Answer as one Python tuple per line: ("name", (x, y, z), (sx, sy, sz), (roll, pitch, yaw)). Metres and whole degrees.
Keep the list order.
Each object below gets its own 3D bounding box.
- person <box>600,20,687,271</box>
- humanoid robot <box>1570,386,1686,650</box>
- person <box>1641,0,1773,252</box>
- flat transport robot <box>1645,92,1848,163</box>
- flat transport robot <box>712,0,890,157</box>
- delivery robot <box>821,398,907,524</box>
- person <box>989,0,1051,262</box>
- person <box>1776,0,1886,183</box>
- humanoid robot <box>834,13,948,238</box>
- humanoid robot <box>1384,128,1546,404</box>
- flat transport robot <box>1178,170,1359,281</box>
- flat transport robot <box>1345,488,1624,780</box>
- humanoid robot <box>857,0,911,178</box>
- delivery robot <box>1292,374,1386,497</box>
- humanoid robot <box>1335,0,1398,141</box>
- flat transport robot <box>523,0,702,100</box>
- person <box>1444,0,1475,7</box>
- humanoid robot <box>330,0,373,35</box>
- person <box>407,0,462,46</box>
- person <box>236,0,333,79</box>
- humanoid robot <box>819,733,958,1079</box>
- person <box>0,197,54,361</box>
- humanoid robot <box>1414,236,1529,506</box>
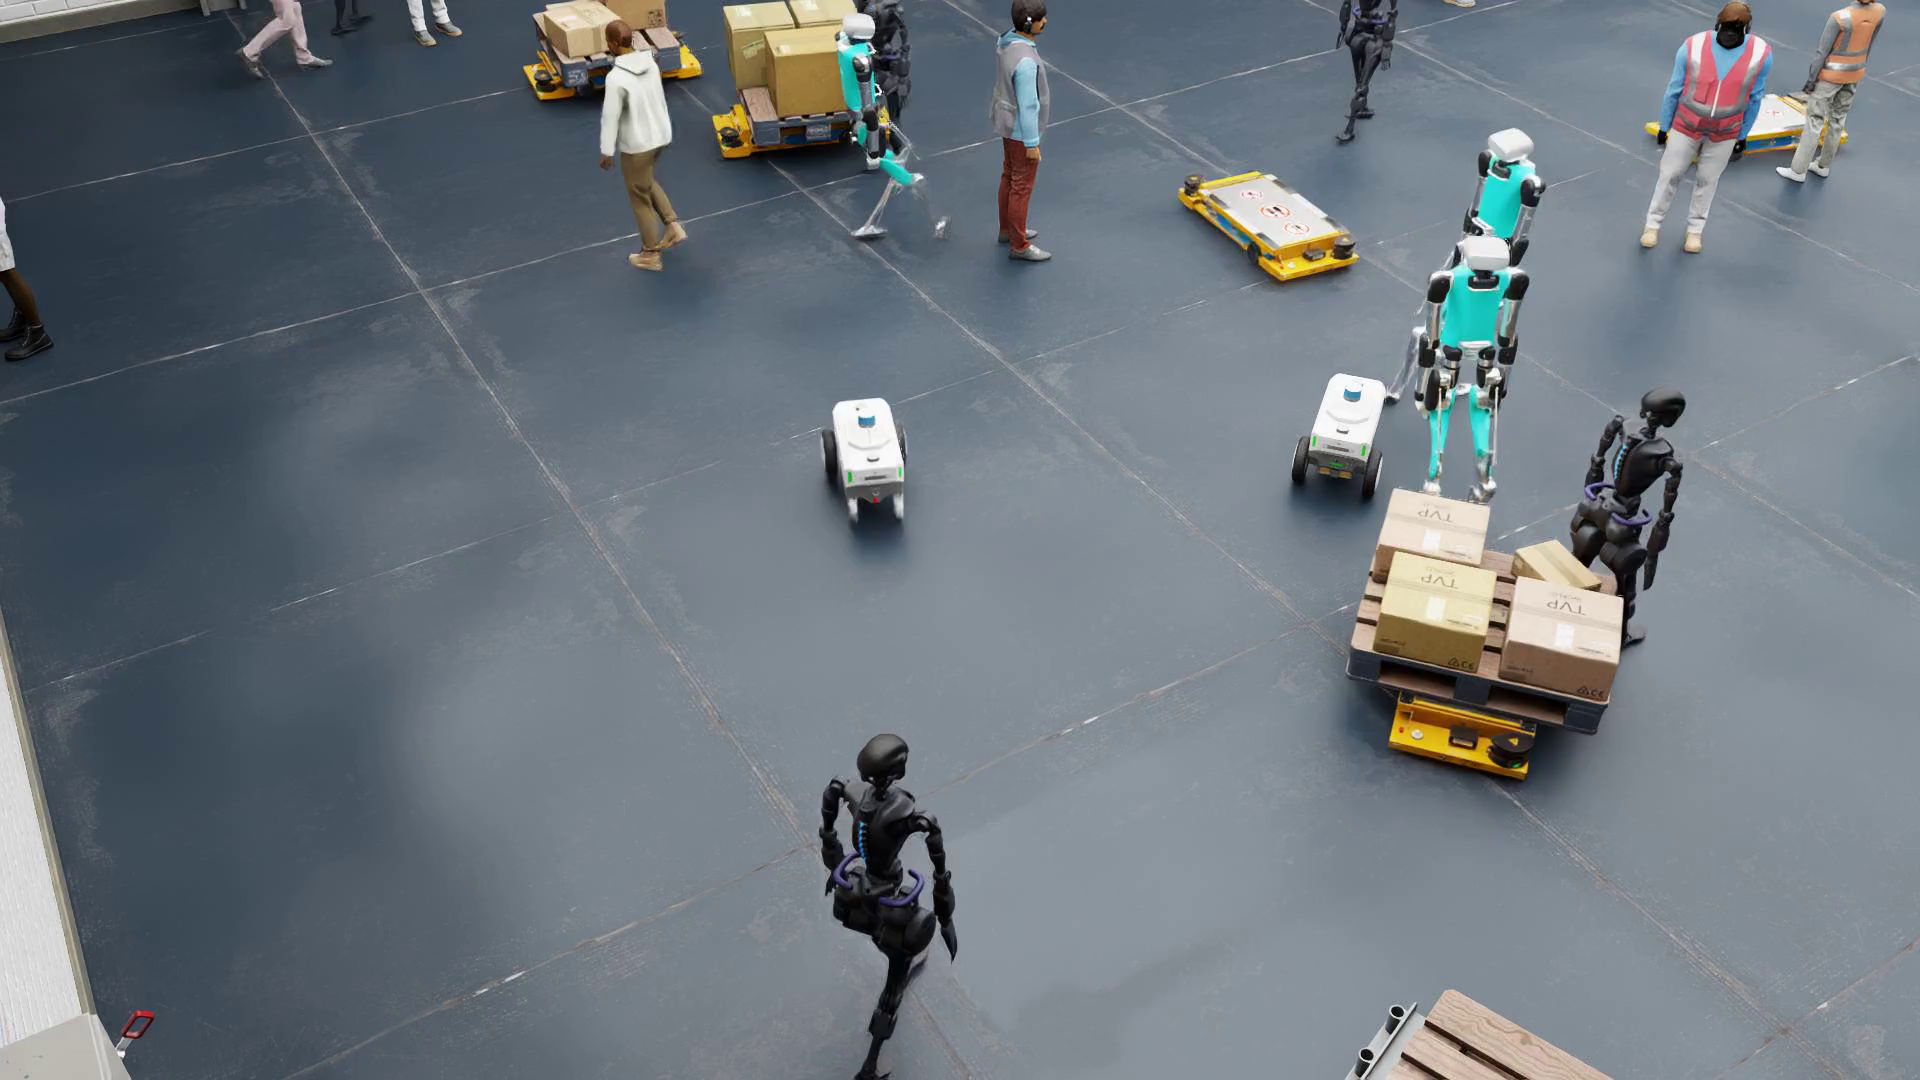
("person", (-2.209, -2.720, 11.527), (0.445, 1.746, 0.584), (17, 42, 20))
("humanoid robot", (3.260, -0.073, 8.292), (0.754, 1.633, 0.589), (-15, 41, -19))
("person", (5.234, -2.893, 11.689), (0.630, 1.835, 0.432), (13, 40, 16))
("flat transport robot", (6.396, -3.347, 13.515), (1.431, 0.231, 0.659), (-9, 39, -11))
("flat transport robot", (-1.272, -3.414, 13.599), (1.431, 0.231, 0.659), (-9, 39, -11))
("delivery robot", (-0.540, -0.506, 9.711), (0.499, 0.608, 0.797), (-6, 39, -8))
("person", (0.419, -2.858, 11.602), (0.408, 1.878, 0.541), (-8, 39, -10))
("person", (6.649, -3.513, 12.628), (0.505, 1.629, 0.315), (-11, 40, -14))
("humanoid robot", (-0.427, -2.854, 11.754), (0.878, 1.841, 0.569), (-13, 40, -16))
("humanoid robot", (2.997, -1.555, 10.148), (0.796, 1.881, 0.542), (-13, 40, -16))
("flat transport robot", (2.258, -2.358, 12.268), (0.659, 0.231, 1.431), (-16, 41, -19))
("flat transport robot", (2.638, 0.612, 8.519), (0.659, 0.231, 1.431), (13, 40, 15))
("humanoid robot", (-0.568, -3.565, 12.659), (0.589, 1.650, 0.345), (31, 48, 33))
("delivery robot", (2.290, -0.640, 9.884), (0.499, 0.614, 0.808), (13, 40, 15))
("humanoid robot", (3.251, -4.038, 13.268), (0.687, 1.630, 0.607), (-23, 44, -26))
("flat transport robot", (-3.040, -4.148, 14.526), (1.431, 0.231, 0.659), (-15, 41, -18))
("person", (4.837, -5.971, 15.527), (0.351, 1.882, 0.581), (16, 41, 20))
("humanoid robot", (-5.644, -5.423, 15.006), (0.468, 1.644, 0.603), (-29, 47, -31))
("person", (-4.813, -5.375, 14.775), (0.337, 1.881, 0.583), (26, 45, 29))
("person", (-5.909, -4.808, 14.107), (0.689, 1.820, 0.579), (-15, 41, -18))
("humanoid robot", (-0.297, 1.394, 6.439), (0.611, 1.628, 0.782), (18, 42, 22))
("person", (-6.250, -2.055, 10.544), (0.359, 1.936, 0.544), (-25, 45, -28))
("humanoid robot", (2.757, -0.723, 9.021), (0.531, 1.777, 0.716), (-2, 38, -2))
